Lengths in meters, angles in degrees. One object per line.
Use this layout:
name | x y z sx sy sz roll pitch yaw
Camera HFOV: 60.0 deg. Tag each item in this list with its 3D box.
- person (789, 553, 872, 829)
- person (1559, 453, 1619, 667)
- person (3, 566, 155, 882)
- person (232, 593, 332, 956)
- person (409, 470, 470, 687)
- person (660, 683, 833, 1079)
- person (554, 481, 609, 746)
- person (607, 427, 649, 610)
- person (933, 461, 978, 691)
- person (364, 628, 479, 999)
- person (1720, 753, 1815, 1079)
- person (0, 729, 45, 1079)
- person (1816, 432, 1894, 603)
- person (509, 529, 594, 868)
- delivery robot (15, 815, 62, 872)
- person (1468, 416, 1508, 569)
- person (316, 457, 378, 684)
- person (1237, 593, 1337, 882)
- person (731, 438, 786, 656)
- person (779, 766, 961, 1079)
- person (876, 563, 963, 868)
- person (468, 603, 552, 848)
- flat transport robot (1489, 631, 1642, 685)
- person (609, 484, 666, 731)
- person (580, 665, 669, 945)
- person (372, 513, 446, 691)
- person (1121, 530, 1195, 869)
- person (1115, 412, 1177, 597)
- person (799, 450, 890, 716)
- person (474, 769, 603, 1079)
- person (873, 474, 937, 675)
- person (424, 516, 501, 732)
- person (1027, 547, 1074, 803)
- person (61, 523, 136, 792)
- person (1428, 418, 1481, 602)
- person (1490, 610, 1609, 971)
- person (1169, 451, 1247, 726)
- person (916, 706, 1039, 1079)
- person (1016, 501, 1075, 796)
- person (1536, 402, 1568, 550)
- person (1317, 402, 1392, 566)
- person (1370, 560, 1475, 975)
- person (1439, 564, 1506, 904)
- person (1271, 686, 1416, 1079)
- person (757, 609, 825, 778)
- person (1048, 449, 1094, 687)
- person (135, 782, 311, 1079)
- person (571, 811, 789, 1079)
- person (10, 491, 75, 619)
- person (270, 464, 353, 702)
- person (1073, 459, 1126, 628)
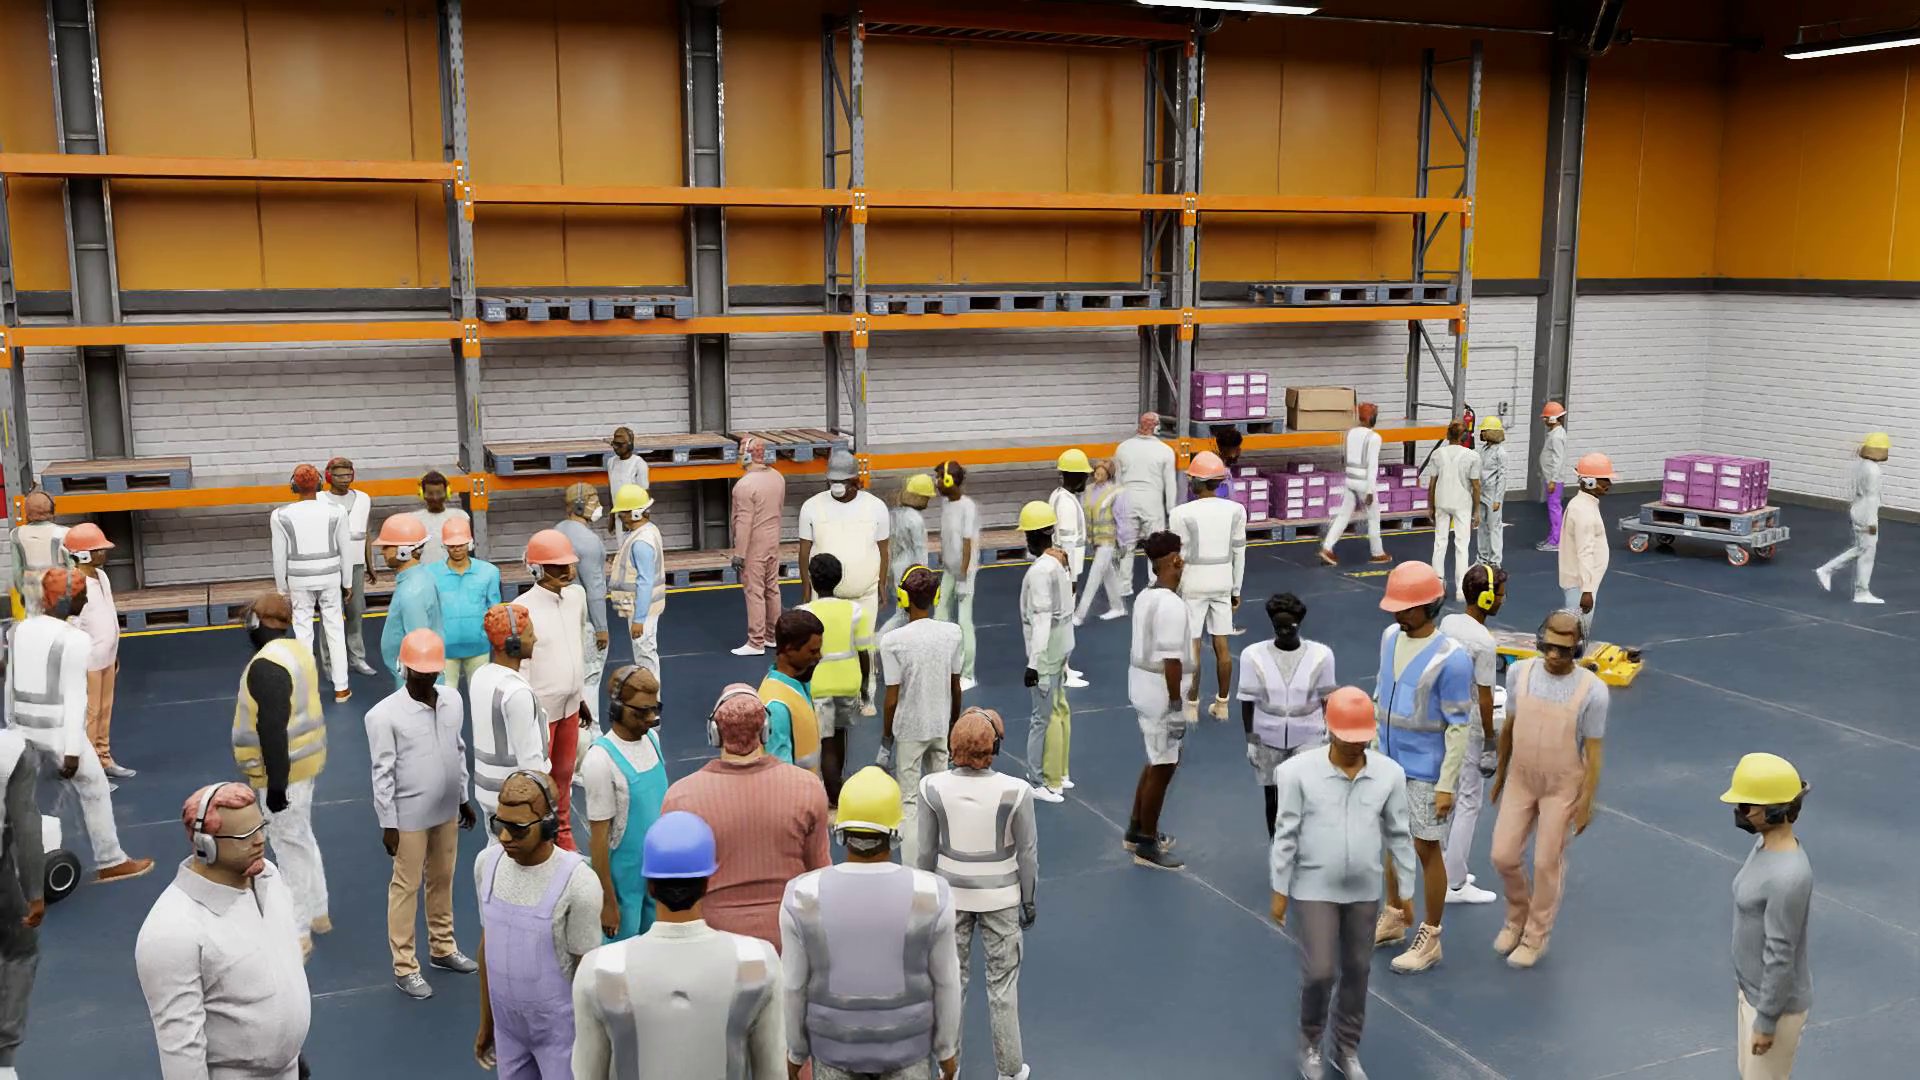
person | -0.853 0.905 10.271 0.549 1.663 0.784 -6 11 -30
person | 4.757 0.326 12.663 0.393 1.992 0.622 2 10 14
person | -4.948 1.060 8.941 0.632 1.840 0.948 4 11 21
person | -3.397 1.181 8.323 0.433 1.806 0.723 -2 10 -12
person | -4.054 0.354 12.952 0.526 1.845 0.839 -3 10 -16
person | -0.801 1.477 6.278 0.639 1.913 0.407 -2 10 -13
person | -2.604 0.559 11.496 0.373 1.938 0.628 -8 13 -39
person | -3.205 -0.190 16.134 0.517 1.833 0.372 7 12 37
person | -0.034 0.288 13.333 0.457 1.853 0.502 -8 13 -40
person | -2.531 1.273 7.914 0.328 1.748 0.563 5 11 28
person | 2.845 1.616 5.928 0.344 1.756 0.532 3 10 19
person | -4.026 1.399 6.775 0.605 1.900 0.443 -1 10 -7
person | 8.984 -0.226 16.630 0.532 1.730 0.492 2 10 14
person | -2.257 0.924 9.216 0.382 1.996 0.608 4 11 22
delivery robot | -5.173 1.663 8.838 0.477 0.478 0.707 4 11 24
person | 5.708 -0.472 17.990 0.295 1.744 0.485 -3 10 -15
person | -5.075 0.232 13.645 0.388 1.844 0.563 8 13 39
person | 1.780 1.109 9.080 0.535 1.672 0.610 2 10 12
person | -1.786 0.056 14.485 0.409 1.907 0.639 5 11 25
person | -0.296 1.648 5.514 0.593 1.832 0.403 0 10 0
person | -0.216 1.048 8.869 0.508 1.872 0.329 -6 12 -33
person | -2.086 1.225 7.815 0.356 1.882 0.574 -8 13 -38
flat transport robot | 4.911 0.964 13.953 1.431 0.197 0.652 6 12 31
person | -2.354 0.494 12.179 0.404 1.828 0.587 -2 10 -11
person | -1.346 1.411 6.866 0.335 1.838 0.513 3 10 16
person | -3.207 0.829 9.771 0.375 1.995 0.609 -3 10 -15
person | 1.129 0.921 9.481 0.396 1.937 0.645 -1 10 -3
person | 1.883 -0.345 16.841 0.649 1.894 0.403 5 11 27
person | -0.867 0.331 12.504 0.689 2.000 0.537 -1 10 -4
person | -1.404 1.642 5.555 0.502 1.840 0.349 5 11 28
person | -0.489 0.285 13.791 0.781 1.689 0.495 -3 10 -15
person | -3.353 0.704 11.183 0.561 1.752 0.324 -4 11 -23
person | 0.581 0.850 10.688 0.283 1.633 0.500 3 10 17
person | -5.649 0.757 10.874 0.334 1.750 0.575 -1 10 -5
person | 4.966 -0.303 16.727 0.517 1.842 0.326 6 12 33
person | 2.819 1.213 8.042 0.543 1.824 0.403 8 13 40
person | 1.809 0.360 12.322 0.608 2.048 0.363 -3 10 -17
person | 0.071 1.502 6.914 0.514 1.642 0.310 2 10 11
person | 0.534 0.705 10.701 0.391 1.919 0.589 3 10 18
person | 6.965 -0.751 19.573 0.338 1.748 0.566 4 10 20
person | 4.423 -0.619 18.571 0.975 1.845 0.584 -6 11 -29
person | 2.191 1.096 8.117 0.394 2.036 0.605 -4 11 -24
person | 2.740 1.041 8.963 0.342 1.857 0.518 -2 10 -13
person | 1.608 1.449 6.949 0.613 1.730 0.373 -1 10 -7
person | -0.792 1.250 7.580 0.377 1.911 0.596 0 10 -1
person | 0.881 0.220 13.476 0.388 1.926 0.590 0 10 -2
person | -2.216 1.672 5.167 0.407 1.908 0.641 1 10 4
person | -0.794 1.728 4.776 0.623 1.932 0.421 -3 10 -14
person | -7.167 0.433 13.085 0.514 1.637 0.308 0 10 -3
person | -4.993 0.346 12.869 0.574 1.884 0.356 -5 11 -25
person | 1.283 0.028 15.553 0.867 1.580 0.554 -7 12 -35
